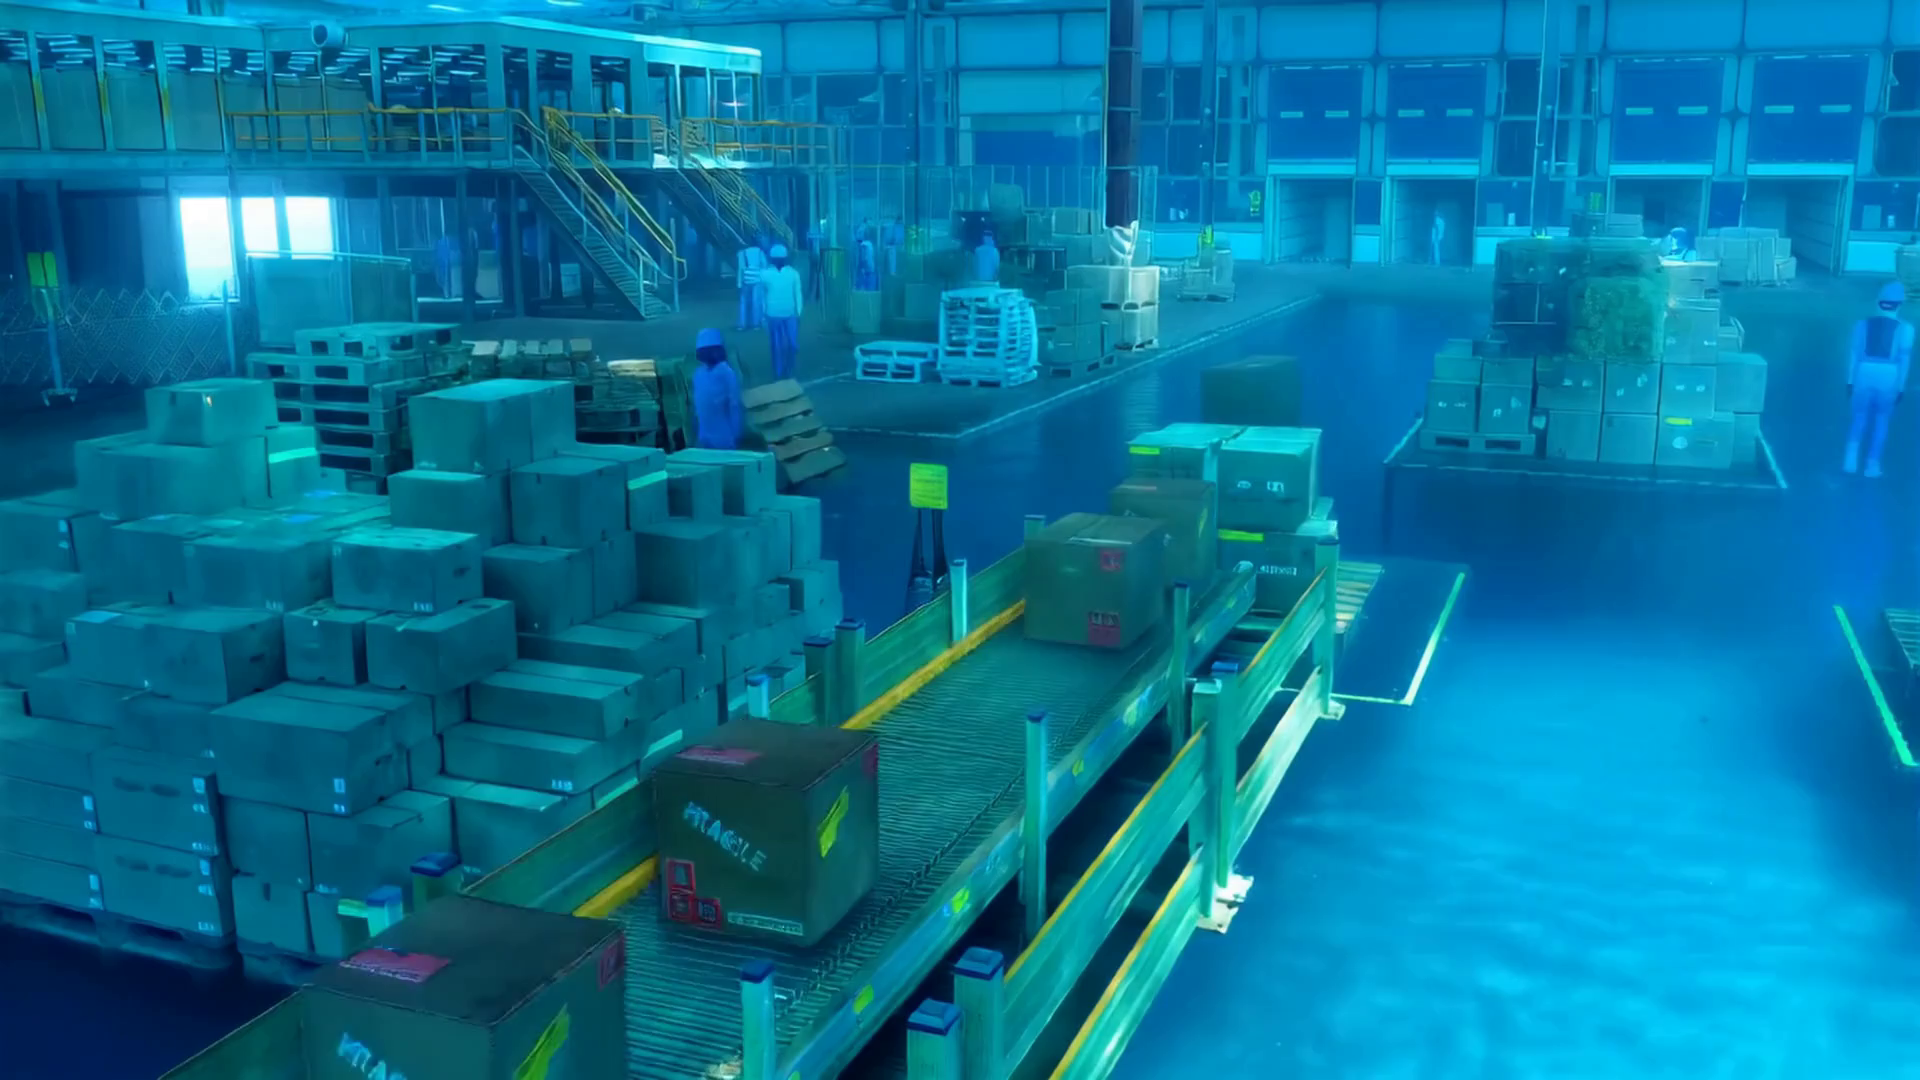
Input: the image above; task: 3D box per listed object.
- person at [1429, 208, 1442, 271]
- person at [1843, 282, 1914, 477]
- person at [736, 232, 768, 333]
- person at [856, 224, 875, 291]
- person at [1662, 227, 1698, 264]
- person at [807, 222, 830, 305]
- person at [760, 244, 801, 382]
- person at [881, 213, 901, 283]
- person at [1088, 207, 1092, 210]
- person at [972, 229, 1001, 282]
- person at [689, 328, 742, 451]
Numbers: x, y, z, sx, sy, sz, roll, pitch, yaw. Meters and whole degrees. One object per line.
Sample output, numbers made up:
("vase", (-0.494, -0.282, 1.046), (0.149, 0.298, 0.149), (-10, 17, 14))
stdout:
("person", (14.223, -8.957, 49.659), (0.309, 1.864, 0.534), (5, 13, 20))
("person", (8.995, -1.558, 16.323), (0.555, 1.927, 0.523), (12, 17, 42))
("person", (-3.907, -4.805, 31.075), (0.650, 1.845, 0.815), (-5, 13, -20))
("person", (-1.933, -5.472, 33.935), (0.396, 1.911, 0.587), (1, 13, 4))
("person", (12.299, -4.375, 28.709), (0.536, 2.000, 0.672), (-7, 14, -27))
("person", (-3.164, -6.194, 37.309), (0.514, 1.846, 0.336), (4, 13, 18))
("person", (-2.536, -3.201, 23.593), (0.613, 1.973, 0.602), (-3, 13, -12))
("person", (-1.876, -7.885, 44.891), (0.578, 1.854, 0.900), (-3, 13, -14))
("person", (3.723, -8.617, 47.951), (0.407, 1.942, 0.615), (-7, 15, -30))
("person", (0.566, -4.892, 31.344), (0.548, 1.891, 0.948), (10, 16, 37))
("person", (-2.060, -0.888, 13.756), (0.489, 1.731, 0.362), (12, 17, 42))
